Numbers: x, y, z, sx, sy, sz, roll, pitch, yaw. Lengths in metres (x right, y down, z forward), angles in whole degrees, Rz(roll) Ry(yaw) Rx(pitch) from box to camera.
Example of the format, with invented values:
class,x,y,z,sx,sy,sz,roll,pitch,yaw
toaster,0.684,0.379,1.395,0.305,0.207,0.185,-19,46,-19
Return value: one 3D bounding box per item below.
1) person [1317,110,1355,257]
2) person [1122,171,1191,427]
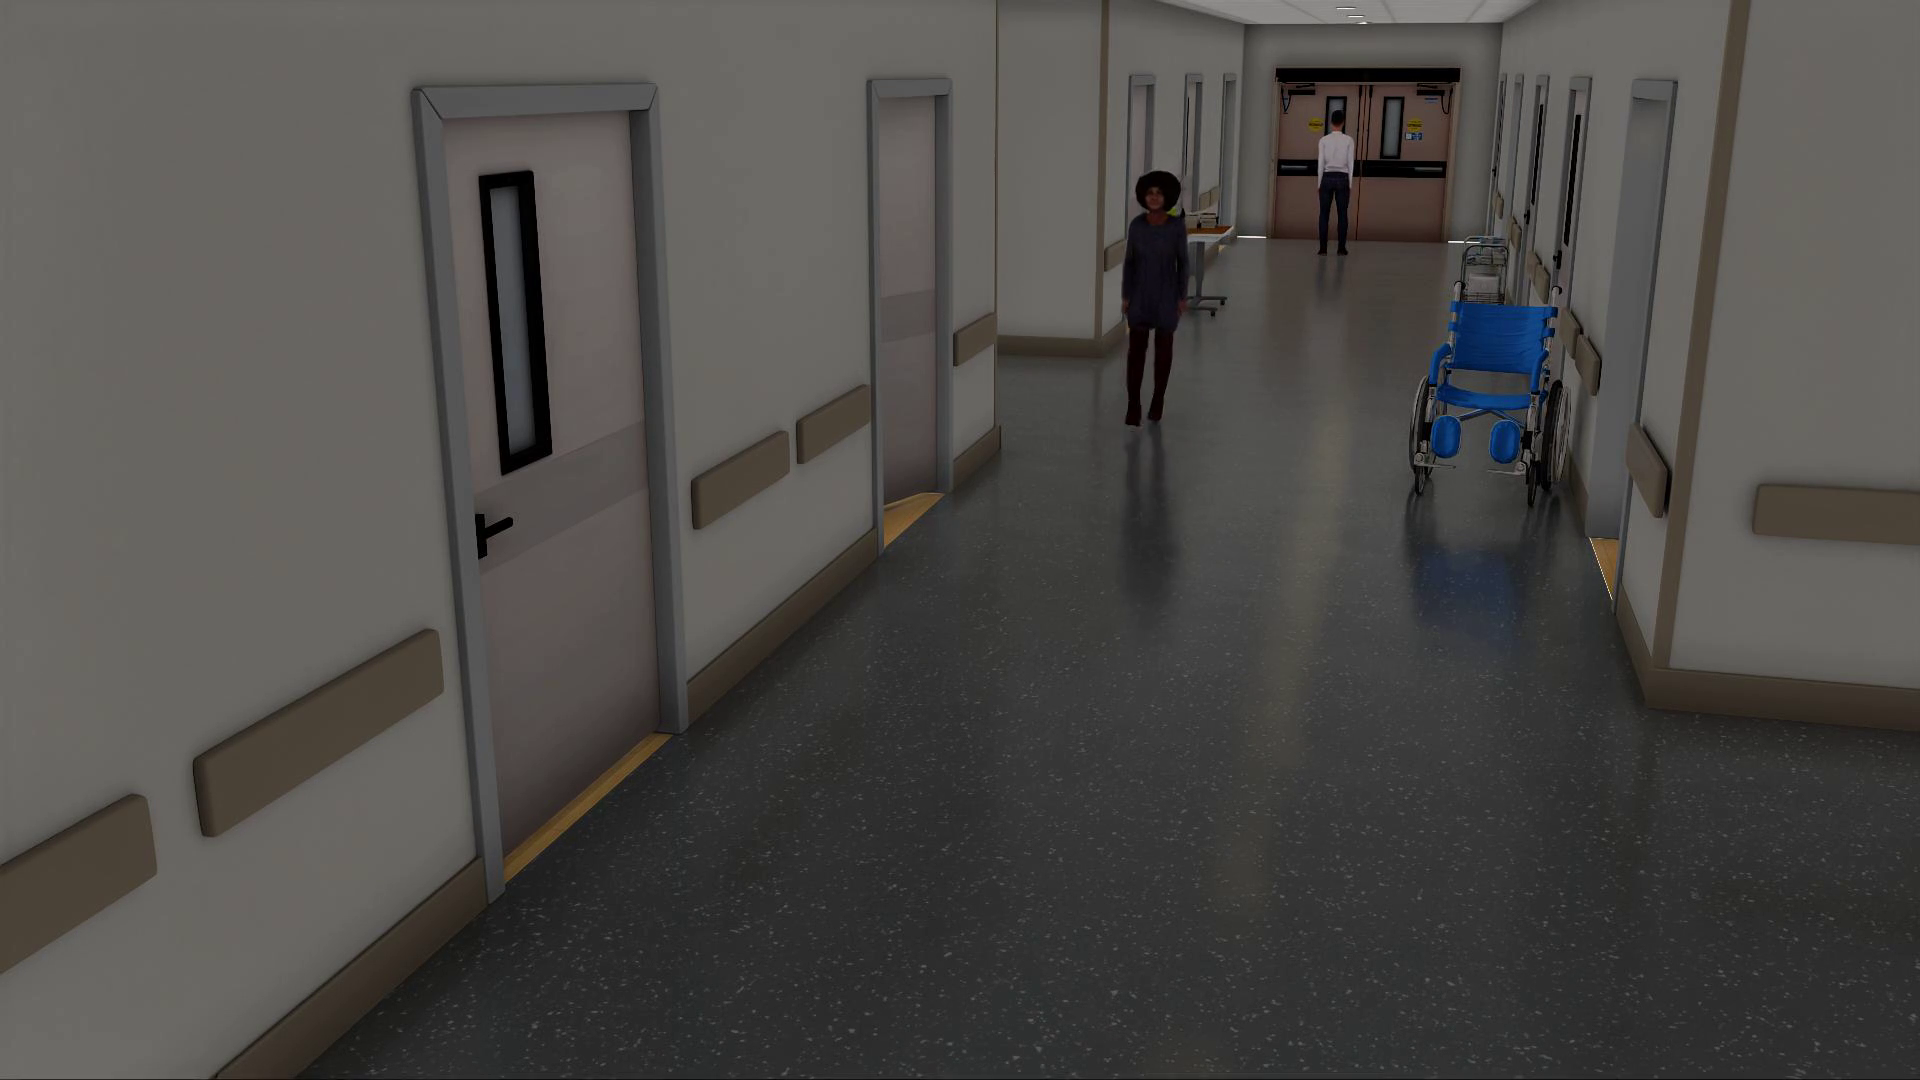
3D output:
class,x,y,z,sx,sy,sz,roll,pitch,yaw
person,4.911,-4.681,21.788,0.606,1.869,0.566,4,16,14
person,1.338,-1.632,11.307,0.613,1.689,0.883,4,16,13
